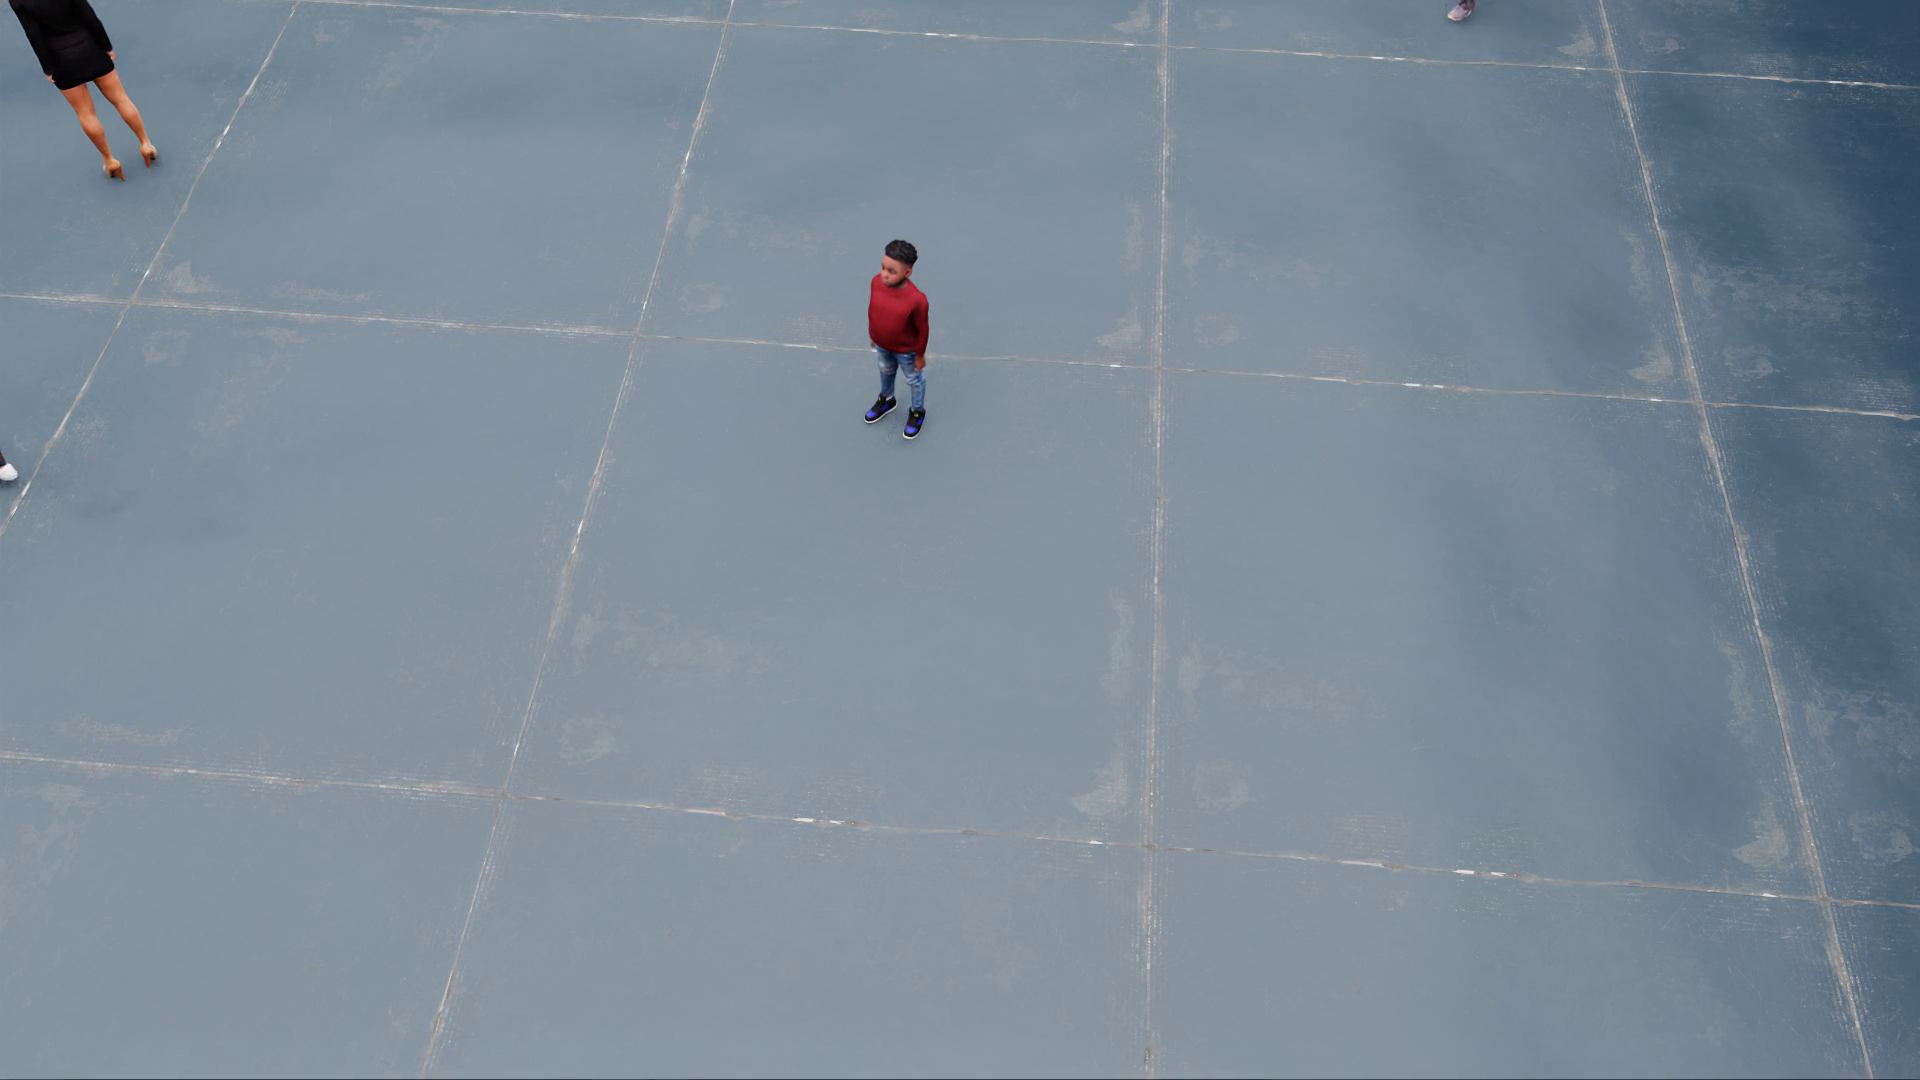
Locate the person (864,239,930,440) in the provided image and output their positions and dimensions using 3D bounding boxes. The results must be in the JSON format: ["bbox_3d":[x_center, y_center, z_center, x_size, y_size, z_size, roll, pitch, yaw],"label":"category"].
[{"bbox_3d":[-0.318,-1.064,8.663,0.544,1.256,0.638,26,57,19],"label":"person"}]

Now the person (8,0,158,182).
[{"bbox_3d":[-5.194,-2.833,9.791,0.713,1.639,0.773,-31,58,-22],"label":"person"}]
